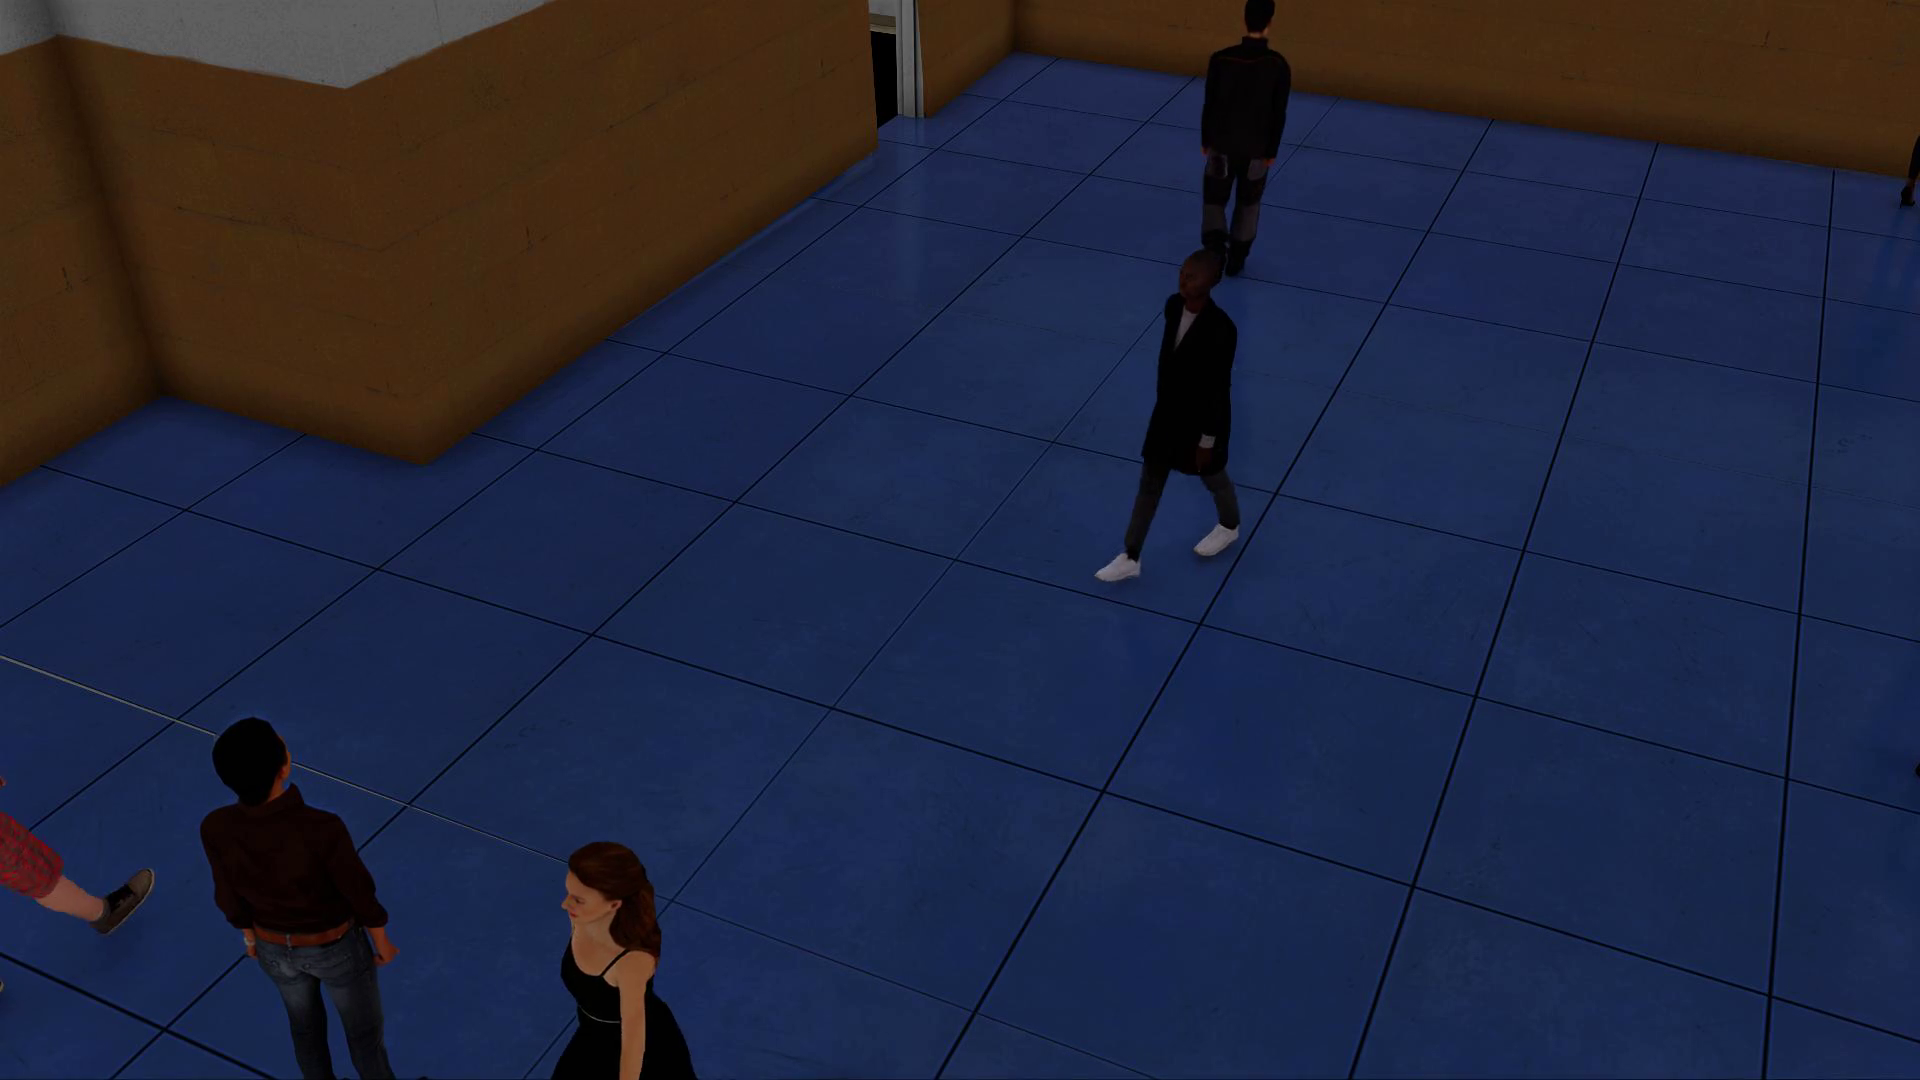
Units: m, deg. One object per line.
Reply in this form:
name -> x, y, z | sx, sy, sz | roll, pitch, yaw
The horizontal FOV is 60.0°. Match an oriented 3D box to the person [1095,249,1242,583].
person -> 1.209, -0.597, 8.145 | 1.077, 1.713, 1.180 | -23, 40, -30

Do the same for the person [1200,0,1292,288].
person -> 1.823, -2.574, 10.922 | 1.061, 1.928, 0.940 | 6, 34, 9

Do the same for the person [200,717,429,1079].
person -> -2.051, 1.279, 5.262 | 0.612, 1.782, 0.772 | 1, 34, 2

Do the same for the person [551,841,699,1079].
person -> -0.927, 1.512, 5.085 | 0.923, 1.591, 1.035 | -25, 41, -32
